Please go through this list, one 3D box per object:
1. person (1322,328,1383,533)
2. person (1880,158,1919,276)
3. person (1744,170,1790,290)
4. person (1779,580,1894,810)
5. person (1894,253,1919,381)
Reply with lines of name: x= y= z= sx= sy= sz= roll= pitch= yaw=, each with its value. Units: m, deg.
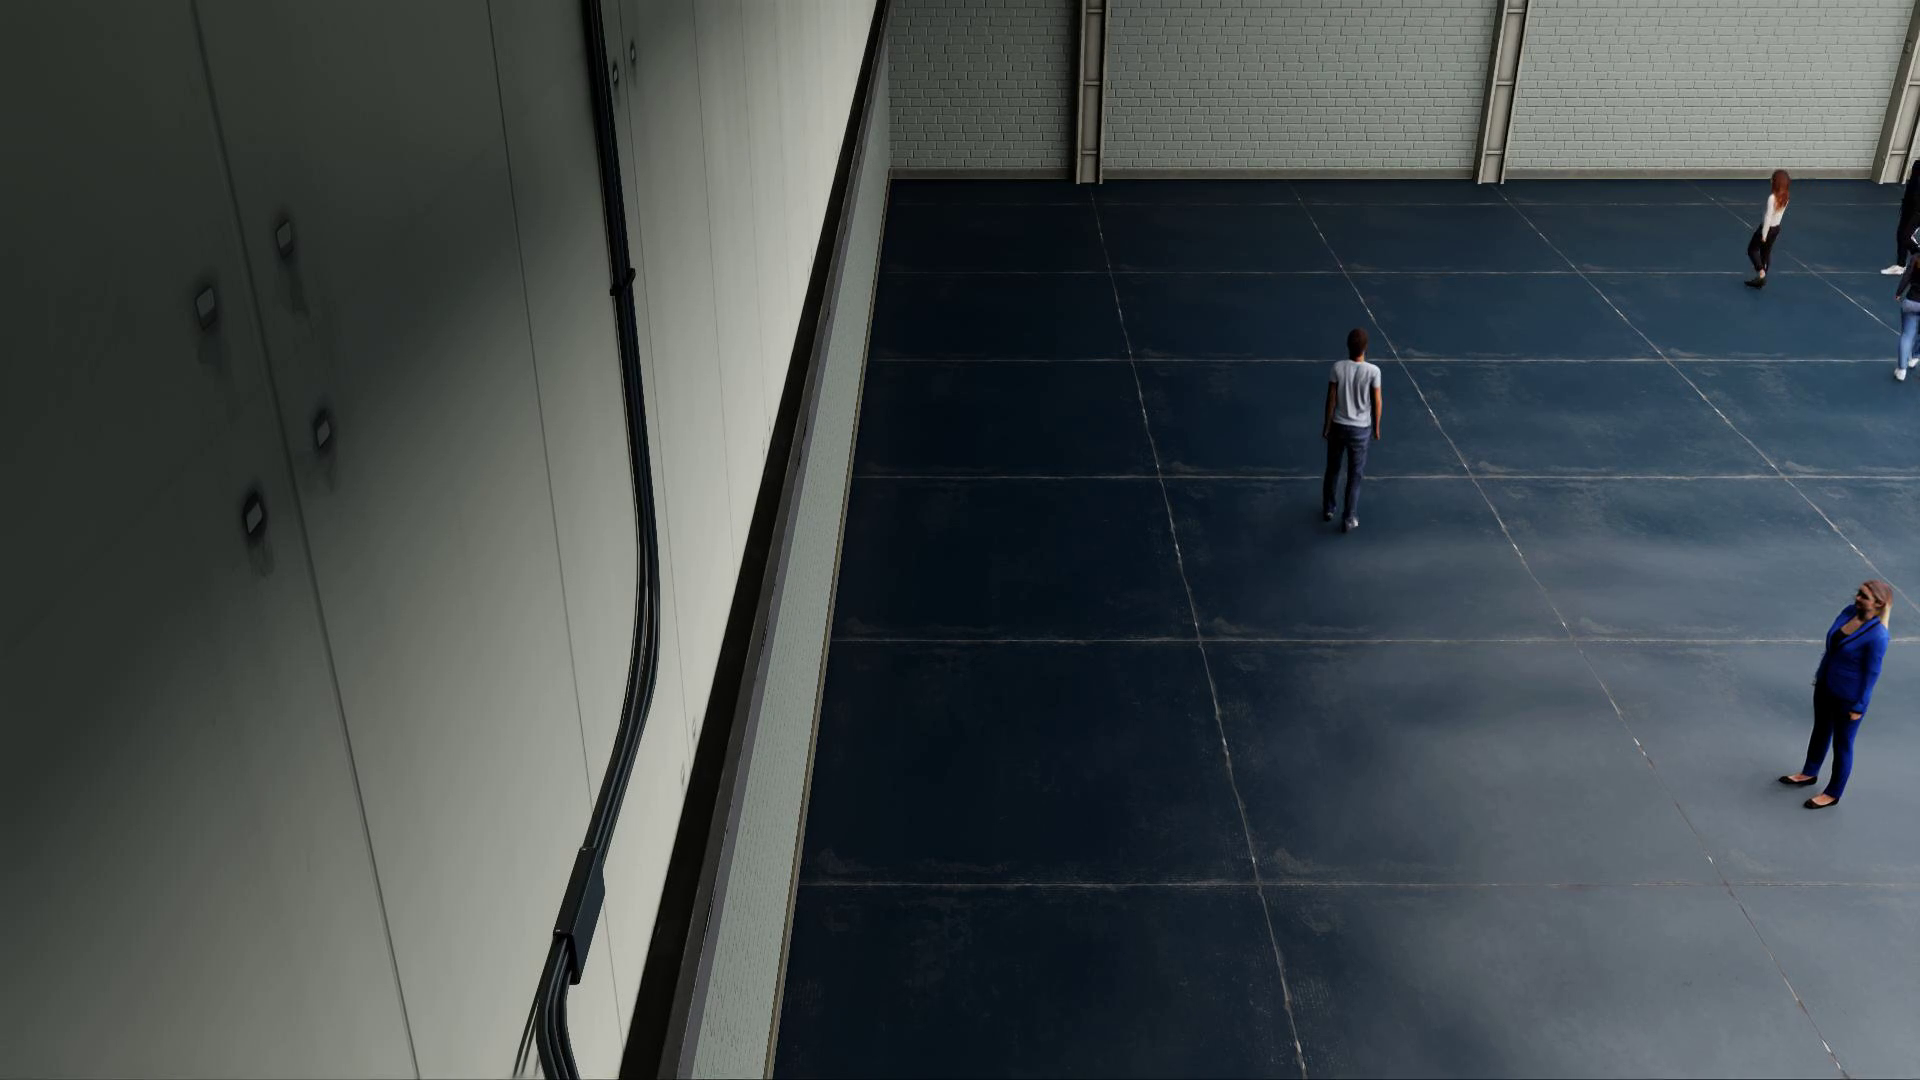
person: x=3.446 y=-0.970 z=14.678 sx=0.754 sy=1.869 sz=0.826 roll=11 pitch=30 yaw=19
person: x=12.017 y=-4.156 z=20.719 sx=0.711 sy=1.815 sz=0.683 roll=1 pitch=28 yaw=2
person: x=9.968 y=-3.780 z=20.373 sx=0.624 sy=1.476 sz=0.705 roll=-16 pitch=32 yaw=-28
person: x=5.929 y=1.014 z=11.132 sx=0.569 sy=1.701 sz=0.635 roll=-3 pitch=28 yaw=-6
person: x=10.293 y=-2.487 z=17.800 sx=0.964 sy=1.612 sz=0.903 roll=10 pitch=30 yaw=18
